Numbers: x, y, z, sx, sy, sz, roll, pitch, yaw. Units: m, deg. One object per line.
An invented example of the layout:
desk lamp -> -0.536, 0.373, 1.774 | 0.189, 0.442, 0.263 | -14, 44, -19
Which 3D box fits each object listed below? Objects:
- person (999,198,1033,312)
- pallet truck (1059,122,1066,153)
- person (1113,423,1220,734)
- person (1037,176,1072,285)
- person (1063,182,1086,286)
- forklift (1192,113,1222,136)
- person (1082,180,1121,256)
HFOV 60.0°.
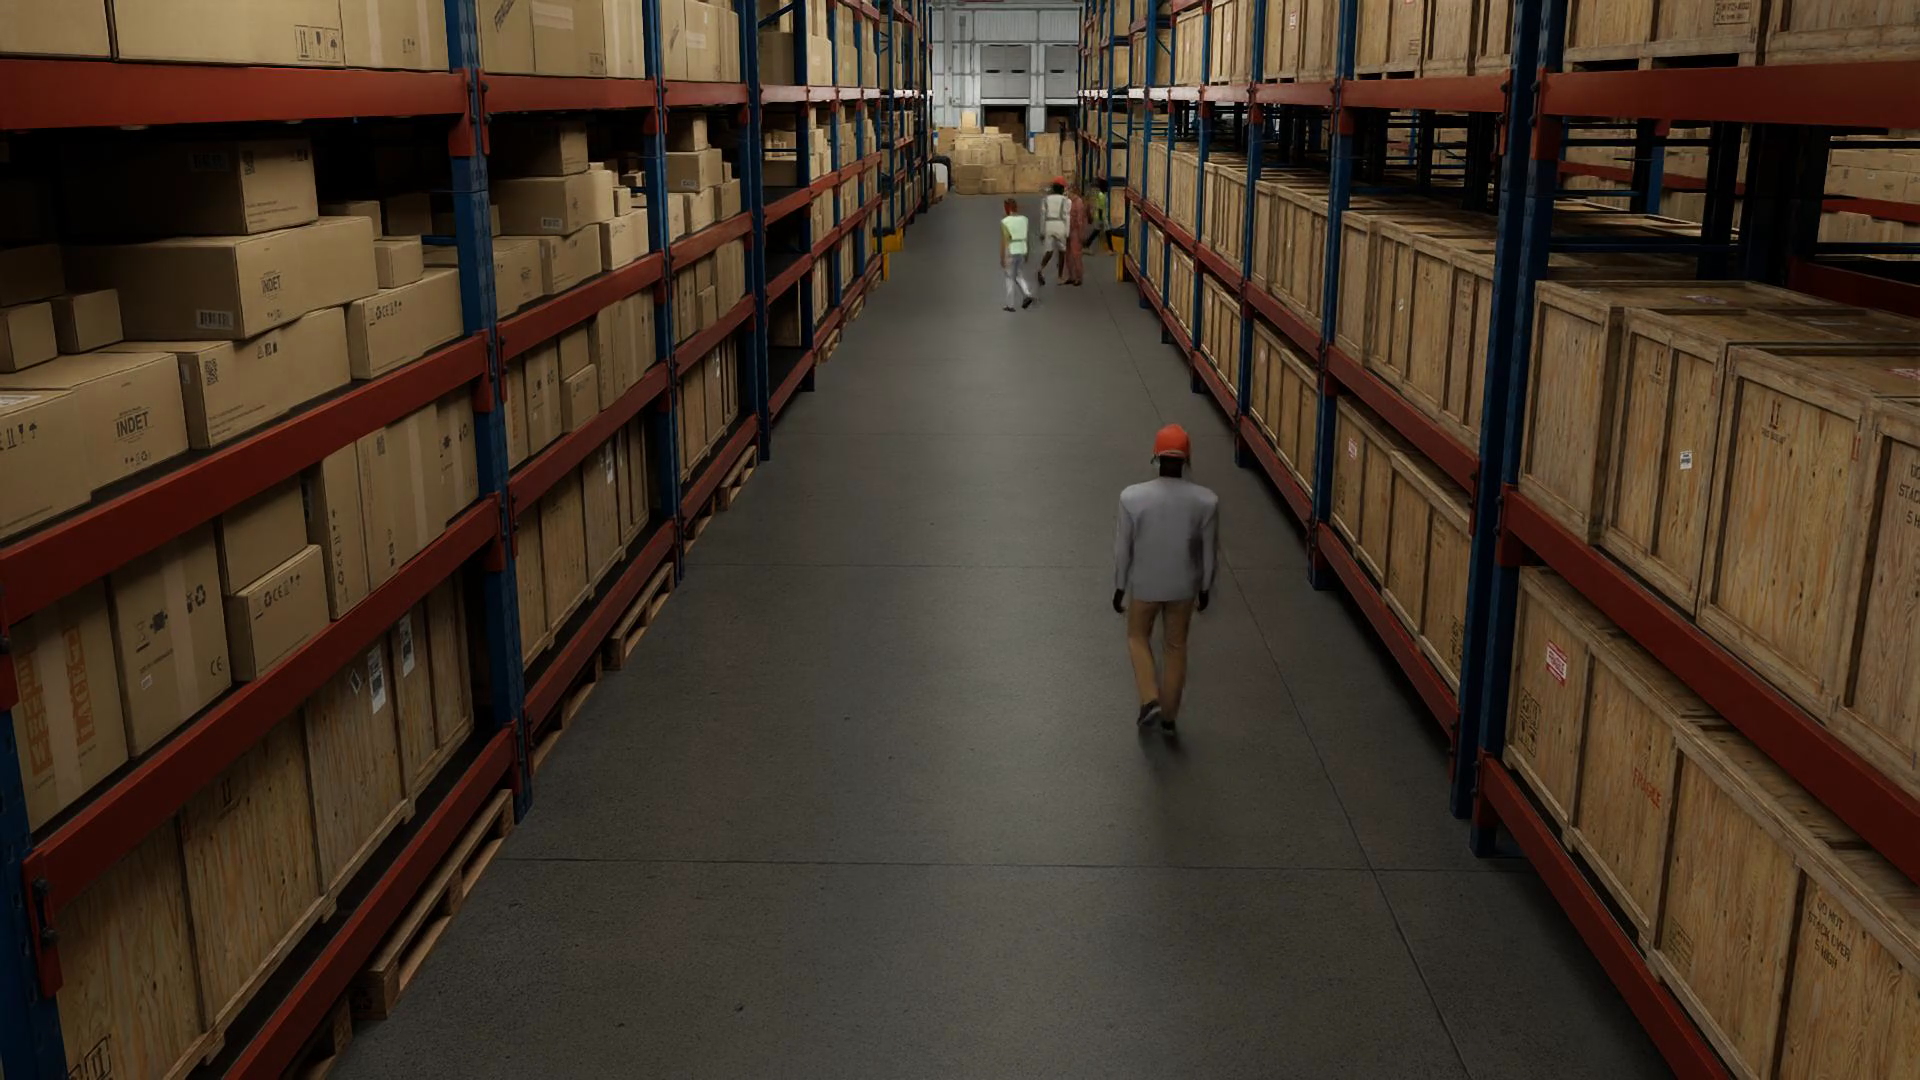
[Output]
person -> 0.910, -4.615, 26.970 | 0.600, 1.818, 0.530 | -12, 19, -38
pallet truck -> 5.788, -21.111, 88.014 | 1.885, 1.965, 0.823 | 5, 16, 18
person -> 1.120, 0.219, 9.134 | 0.578, 1.735, 0.374 | 0, 15, -1
person -> 1.717, -5.646, 30.454 | 0.630, 2.010, 0.787 | 8, 17, 26
person -> 2.064, -5.632, 30.639 | 0.410, 1.888, 0.679 | -8, 17, -29
forklift -> 8.063, -12.606, 54.695 | 1.129, 2.768, 1.873 | 0, 15, 2
person -> 3.068, -6.996, 36.150 | 0.860, 1.657, 0.534 | 0, 15, 1
